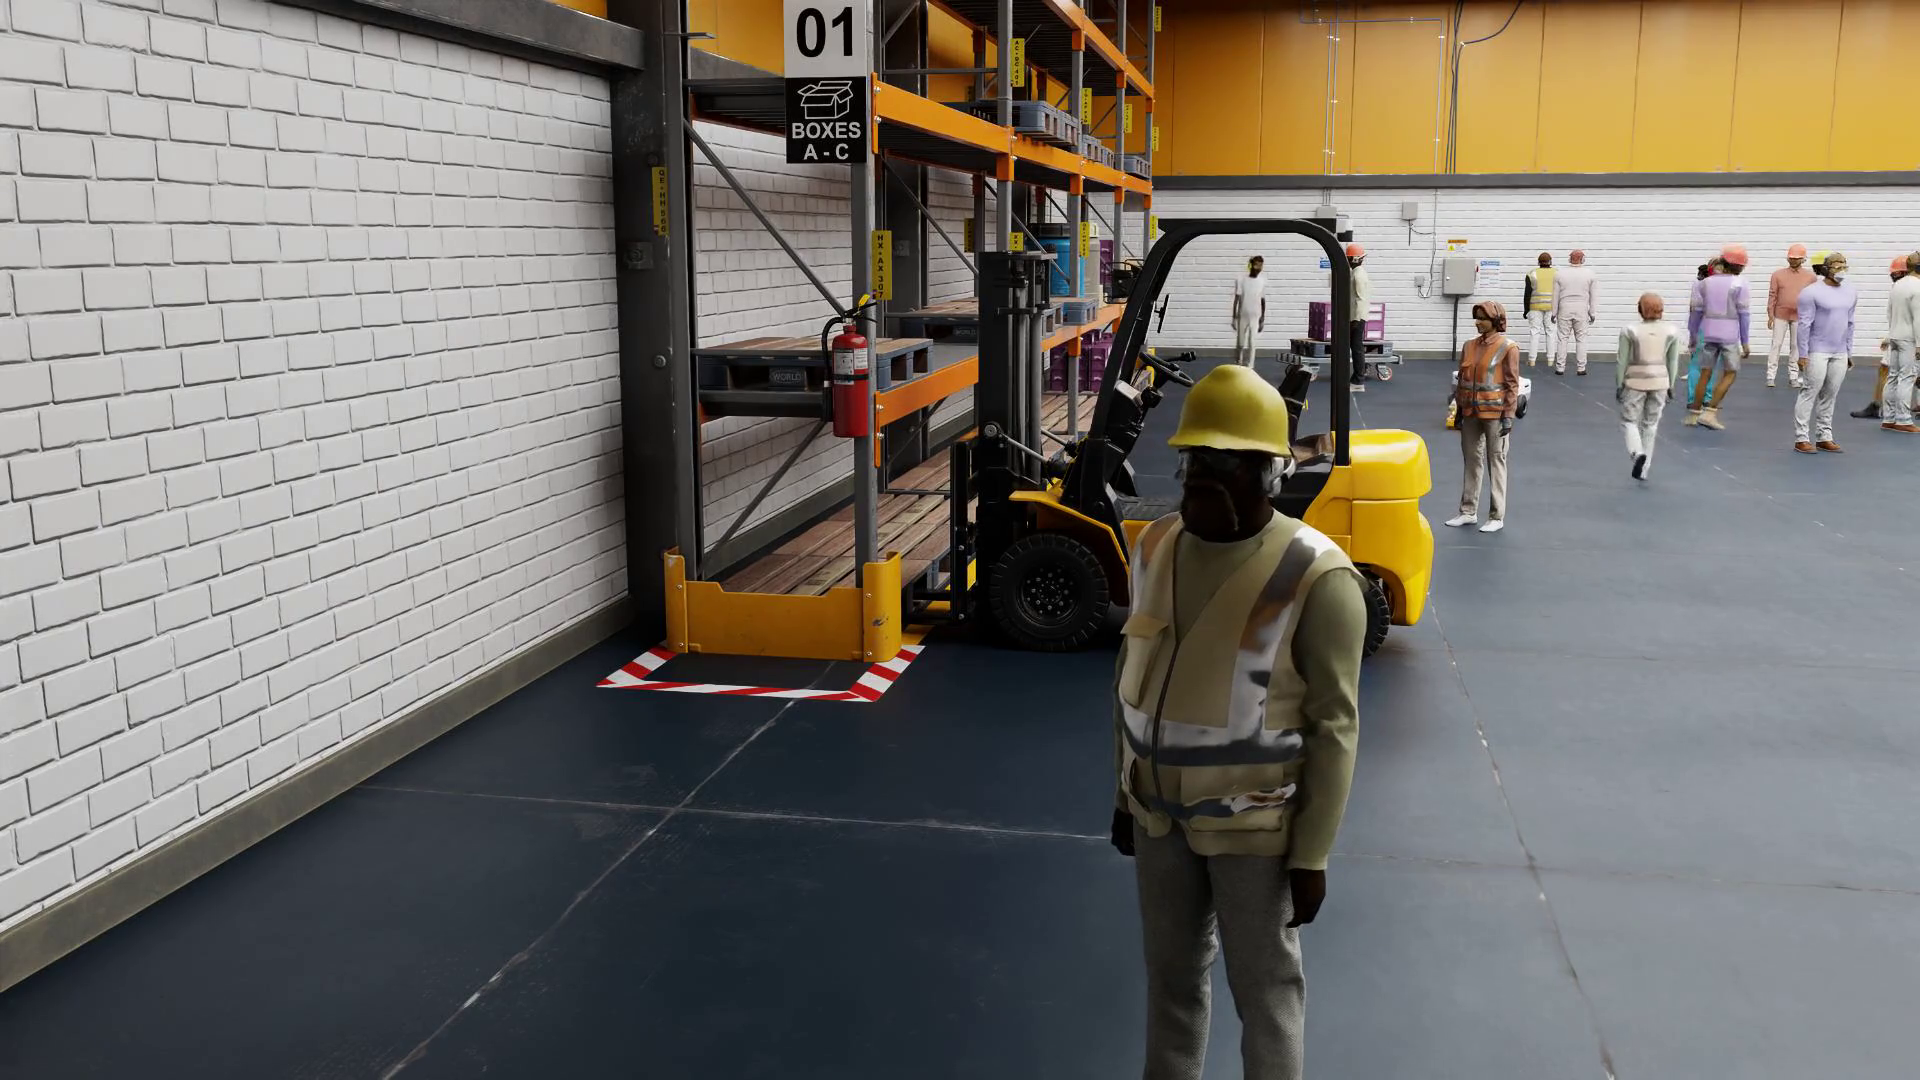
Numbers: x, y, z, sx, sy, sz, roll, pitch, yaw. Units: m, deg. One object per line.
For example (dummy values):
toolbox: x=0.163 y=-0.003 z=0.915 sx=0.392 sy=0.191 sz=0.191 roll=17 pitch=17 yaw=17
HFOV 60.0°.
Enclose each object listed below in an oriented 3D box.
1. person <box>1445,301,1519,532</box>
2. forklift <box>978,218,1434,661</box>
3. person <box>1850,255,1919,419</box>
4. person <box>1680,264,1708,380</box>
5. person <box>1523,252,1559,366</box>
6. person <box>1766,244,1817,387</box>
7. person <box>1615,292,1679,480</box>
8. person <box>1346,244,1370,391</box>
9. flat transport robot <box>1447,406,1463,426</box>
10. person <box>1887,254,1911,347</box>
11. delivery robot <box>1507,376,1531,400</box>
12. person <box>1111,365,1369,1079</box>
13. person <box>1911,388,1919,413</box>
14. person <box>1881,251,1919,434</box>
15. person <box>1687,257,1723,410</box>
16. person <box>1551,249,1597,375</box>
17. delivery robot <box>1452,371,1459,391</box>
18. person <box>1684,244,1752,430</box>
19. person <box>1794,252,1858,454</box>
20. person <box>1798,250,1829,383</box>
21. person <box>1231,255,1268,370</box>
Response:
person: x=3.743 y=-0.879 z=11.864 sx=0.306 sy=1.639 sz=0.523 roll=-6 pitch=12 yaw=-30
forklift: x=1.285 y=-0.567 z=8.635 sx=2.313 sy=2.155 sz=1.214 roll=2 pitch=11 yaw=11
person: x=10.846 y=-2.310 z=19.024 sx=0.941 sy=1.898 sz=0.546 roll=5 pitch=12 yaw=27
person: x=10.758 y=-3.136 z=24.070 sx=0.322 sy=1.699 sz=0.536 roll=-4 pitch=11 yaw=-23
person: x=9.461 y=-3.738 z=27.002 sx=0.619 sy=1.838 sz=0.430 roll=2 pitch=10 yaw=10
person: x=11.571 y=-3.115 z=23.163 sx=0.611 sy=1.990 sz=0.392 roll=3 pitch=11 yaw=17
person: x=5.860 y=-1.294 z=14.183 sx=0.518 sy=1.626 sz=0.526 roll=1 pitch=10 yaw=7
person: x=5.356 y=-3.014 z=22.591 sx=0.396 sy=1.992 sz=0.619 roll=2 pitch=11 yaw=10
flat transport robot: x=5.832 y=-1.428 z=18.630 sx=0.652 sy=0.197 sz=1.431 roll=4 pitch=11 yaw=19
person: x=13.321 y=-3.099 z=23.484 sx=0.430 sy=1.845 sz=0.624 roll=5 pitch=12 yaw=27
delivery robot: x=6.427 y=-1.768 z=19.459 sx=0.477 sy=0.478 sz=0.707 roll=7 pitch=12 yaw=33
person: x=0.531 y=0.555 z=3.462 sx=0.403 sy=1.837 sz=0.590 roll=-9 pitch=14 yaw=-42
person: x=11.577 y=-2.426 z=19.717 sx=0.529 sy=1.869 sz=0.313 roll=3 pitch=11 yaw=16
person: x=10.131 y=-2.103 z=17.759 sx=0.373 sy=1.940 sz=0.628 roll=1 pitch=10 yaw=4
person: x=9.083 y=-2.501 z=20.203 sx=0.563 sy=1.841 sz=0.390 roll=-5 pitch=12 yaw=-27
person: x=9.301 y=-3.449 z=25.221 sx=0.650 sy=1.906 sz=0.401 roll=4 pitch=11 yaw=20
delivery robot: x=6.338 y=-1.954 z=20.475 sx=0.477 sy=0.478 sz=0.707 roll=-1 pitch=10 yaw=-4
person: x=8.214 y=-2.192 z=18.100 sx=0.408 sy=2.009 sz=0.758 roll=-6 pitch=12 yaw=-31
person: x=8.380 y=-1.801 z=16.101 sx=0.636 sy=1.939 sz=0.364 roll=-3 pitch=11 yaw=-15
person: x=12.230 y=-3.164 z=23.667 sx=0.685 sy=1.894 sz=0.551 roll=-9 pitch=13 yaw=-40
person: x=4.215 y=-3.258 z=24.379 sx=0.551 sy=1.834 sz=0.816 roll=0 pitch=10 yaw=0
